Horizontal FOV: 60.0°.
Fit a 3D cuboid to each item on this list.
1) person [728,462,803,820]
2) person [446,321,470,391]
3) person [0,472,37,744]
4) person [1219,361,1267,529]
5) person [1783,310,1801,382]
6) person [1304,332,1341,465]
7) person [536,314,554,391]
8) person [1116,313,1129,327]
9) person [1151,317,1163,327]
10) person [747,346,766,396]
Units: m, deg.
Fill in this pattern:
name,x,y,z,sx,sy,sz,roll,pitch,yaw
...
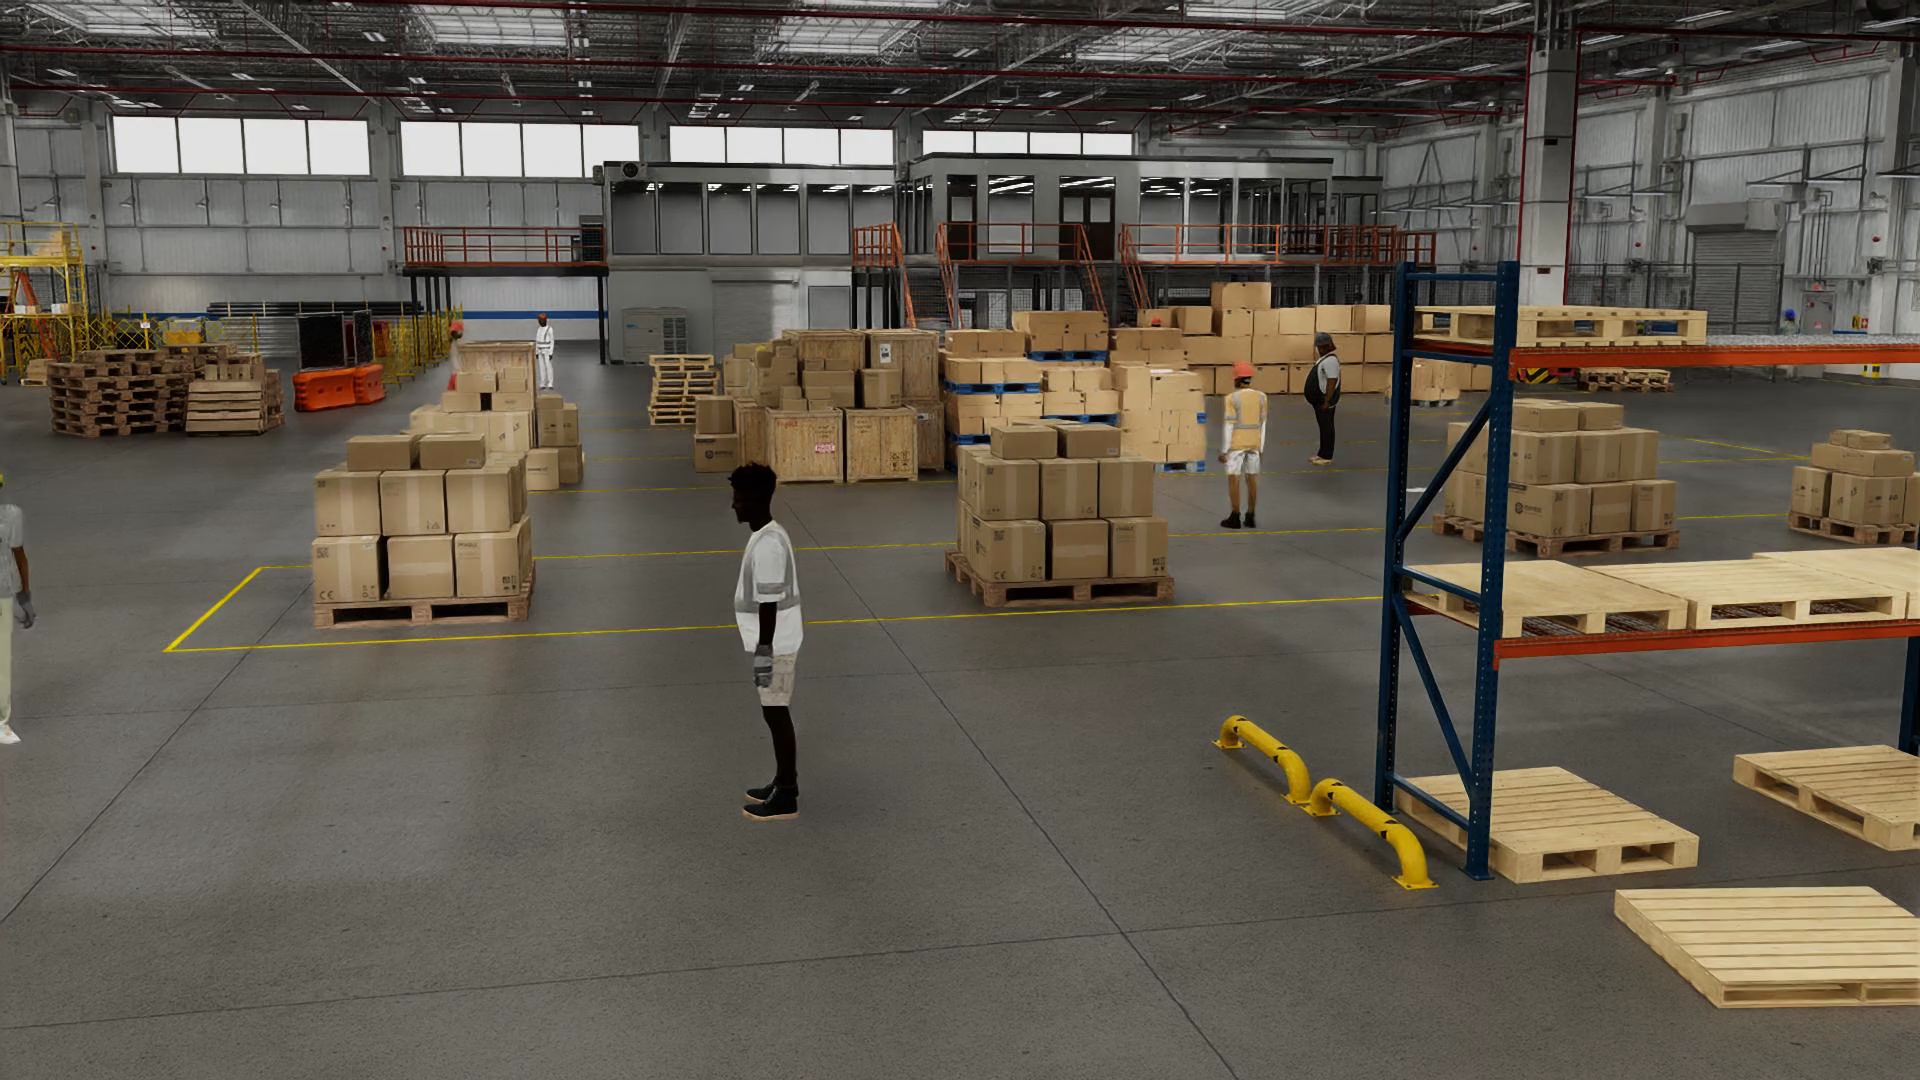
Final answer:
name,x,y,z,sx,sy,sz,roll,pitch,yaw
person,-1.056,0.548,9.114,0.394,1.958,0.599,-1,9,-8
person,-9.582,-3.172,31.732,0.617,1.975,0.597,8,12,40
person,-6.121,0.387,10.439,0.478,1.845,0.519,8,12,39
person,3.256,-1.082,19.149,0.576,1.921,0.367,-4,10,-22
person,21.839,-5.087,43.648,0.683,1.895,0.462,-9,13,-44
person,5.508,-2.154,25.308,0.536,2.000,0.682,1,9,6
person,-10.088,-4.546,40.364,0.575,1.885,0.355,6,11,34
person,4.201,-4.899,42.631,0.342,1.846,0.508,-9,13,-44
person,4.245,-3.879,36.137,0.547,1.938,0.359,6,11,32
person,-3.203,-2.271,26.924,0.487,1.744,0.313,-4,10,-21
